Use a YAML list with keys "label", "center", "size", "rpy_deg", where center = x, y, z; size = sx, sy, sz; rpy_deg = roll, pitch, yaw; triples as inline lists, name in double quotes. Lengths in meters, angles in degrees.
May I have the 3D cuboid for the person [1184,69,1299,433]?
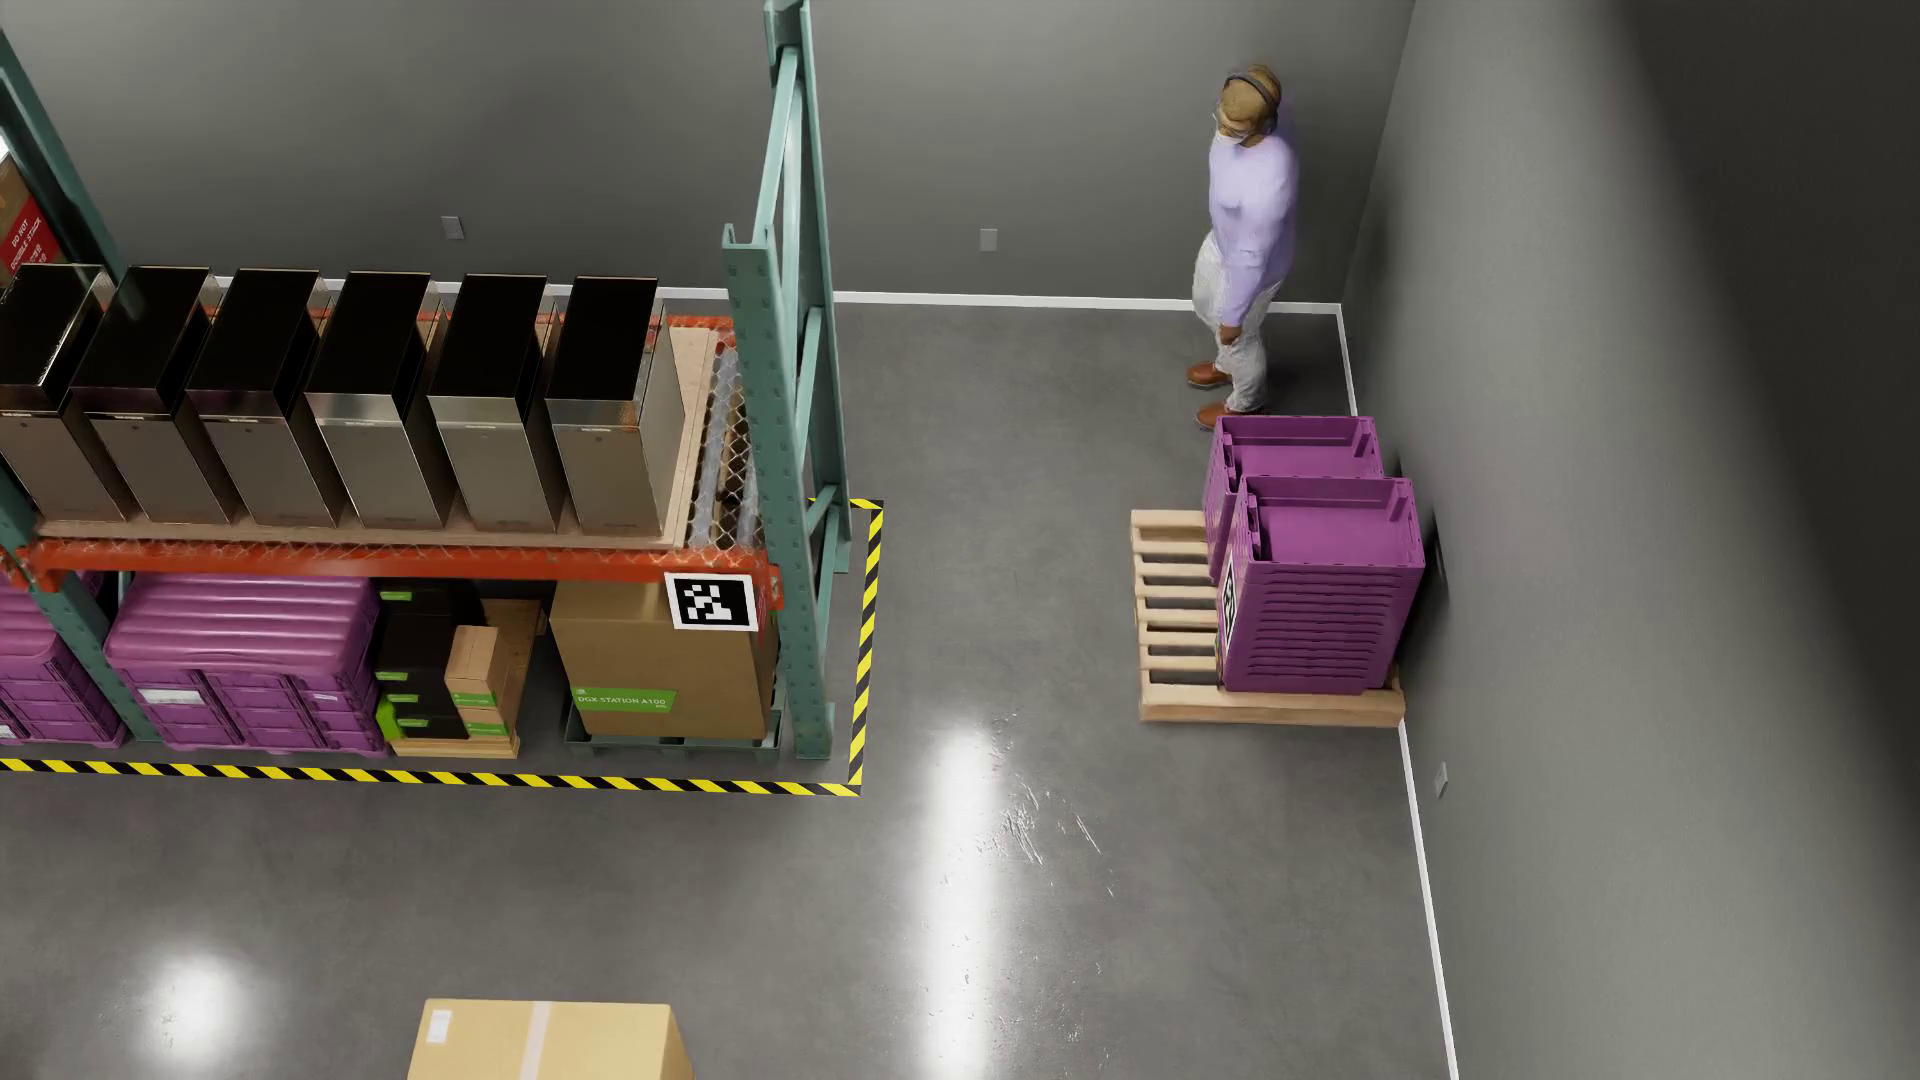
- label: "person"
  center: [1.117, -1.093, 6.577]
  size: [0.462, 1.901, 0.663]
  rpy_deg: [-3, 52, -2]
